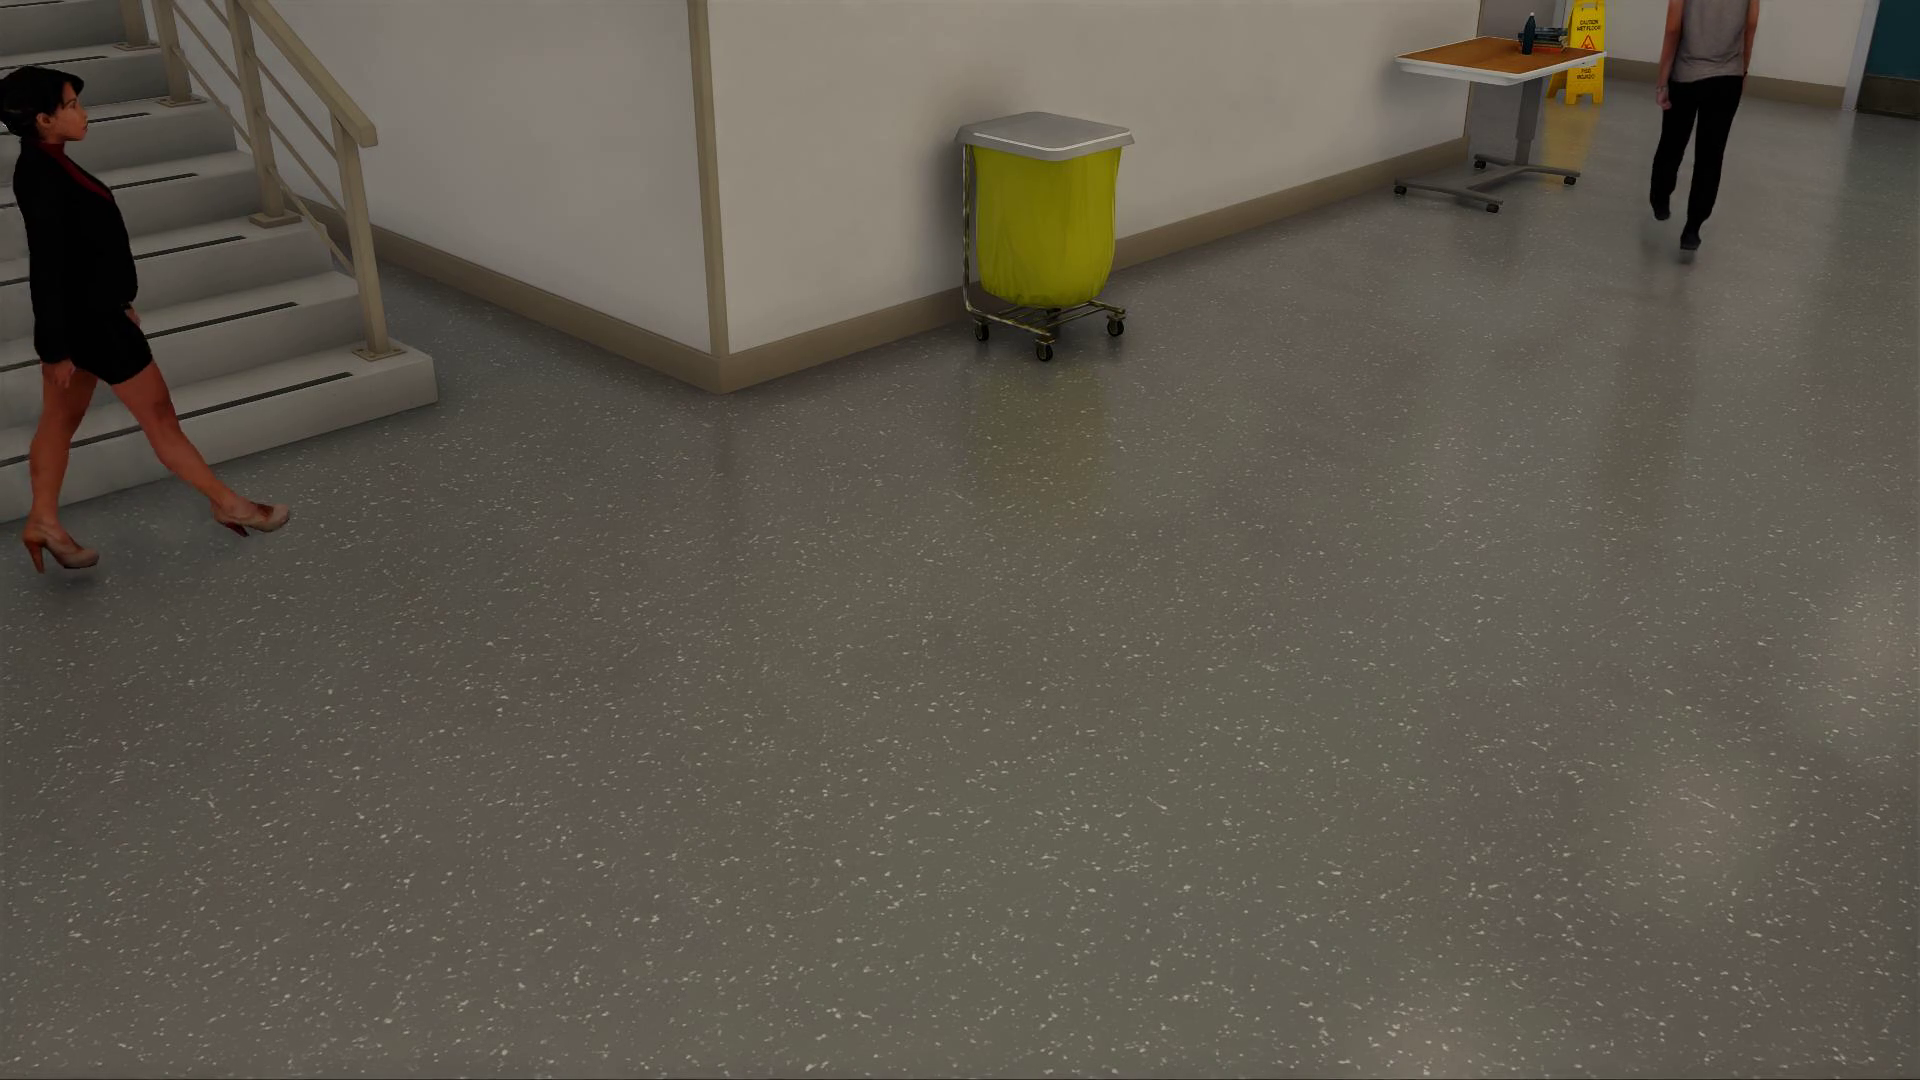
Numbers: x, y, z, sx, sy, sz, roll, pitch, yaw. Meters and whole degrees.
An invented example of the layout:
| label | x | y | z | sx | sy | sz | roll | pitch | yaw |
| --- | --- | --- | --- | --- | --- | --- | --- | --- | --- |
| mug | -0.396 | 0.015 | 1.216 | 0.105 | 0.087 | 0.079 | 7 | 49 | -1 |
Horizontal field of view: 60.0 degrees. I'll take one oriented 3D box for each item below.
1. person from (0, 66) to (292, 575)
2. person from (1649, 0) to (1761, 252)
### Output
| label | x | y | z | sx | sy | sz | roll | pitch | yaw |
| --- | --- | --- | --- | --- | --- | --- | --- | --- | --- |
| person | -2.784 | -0.602 | 5.145 | 0.864 | 1.599 | 1.033 | -13 | 29 | -26 |
| person | 3.872 | -2.344 | 8.641 | 1.209 | 1.701 | 1.044 | 9 | 27 | 18 |
